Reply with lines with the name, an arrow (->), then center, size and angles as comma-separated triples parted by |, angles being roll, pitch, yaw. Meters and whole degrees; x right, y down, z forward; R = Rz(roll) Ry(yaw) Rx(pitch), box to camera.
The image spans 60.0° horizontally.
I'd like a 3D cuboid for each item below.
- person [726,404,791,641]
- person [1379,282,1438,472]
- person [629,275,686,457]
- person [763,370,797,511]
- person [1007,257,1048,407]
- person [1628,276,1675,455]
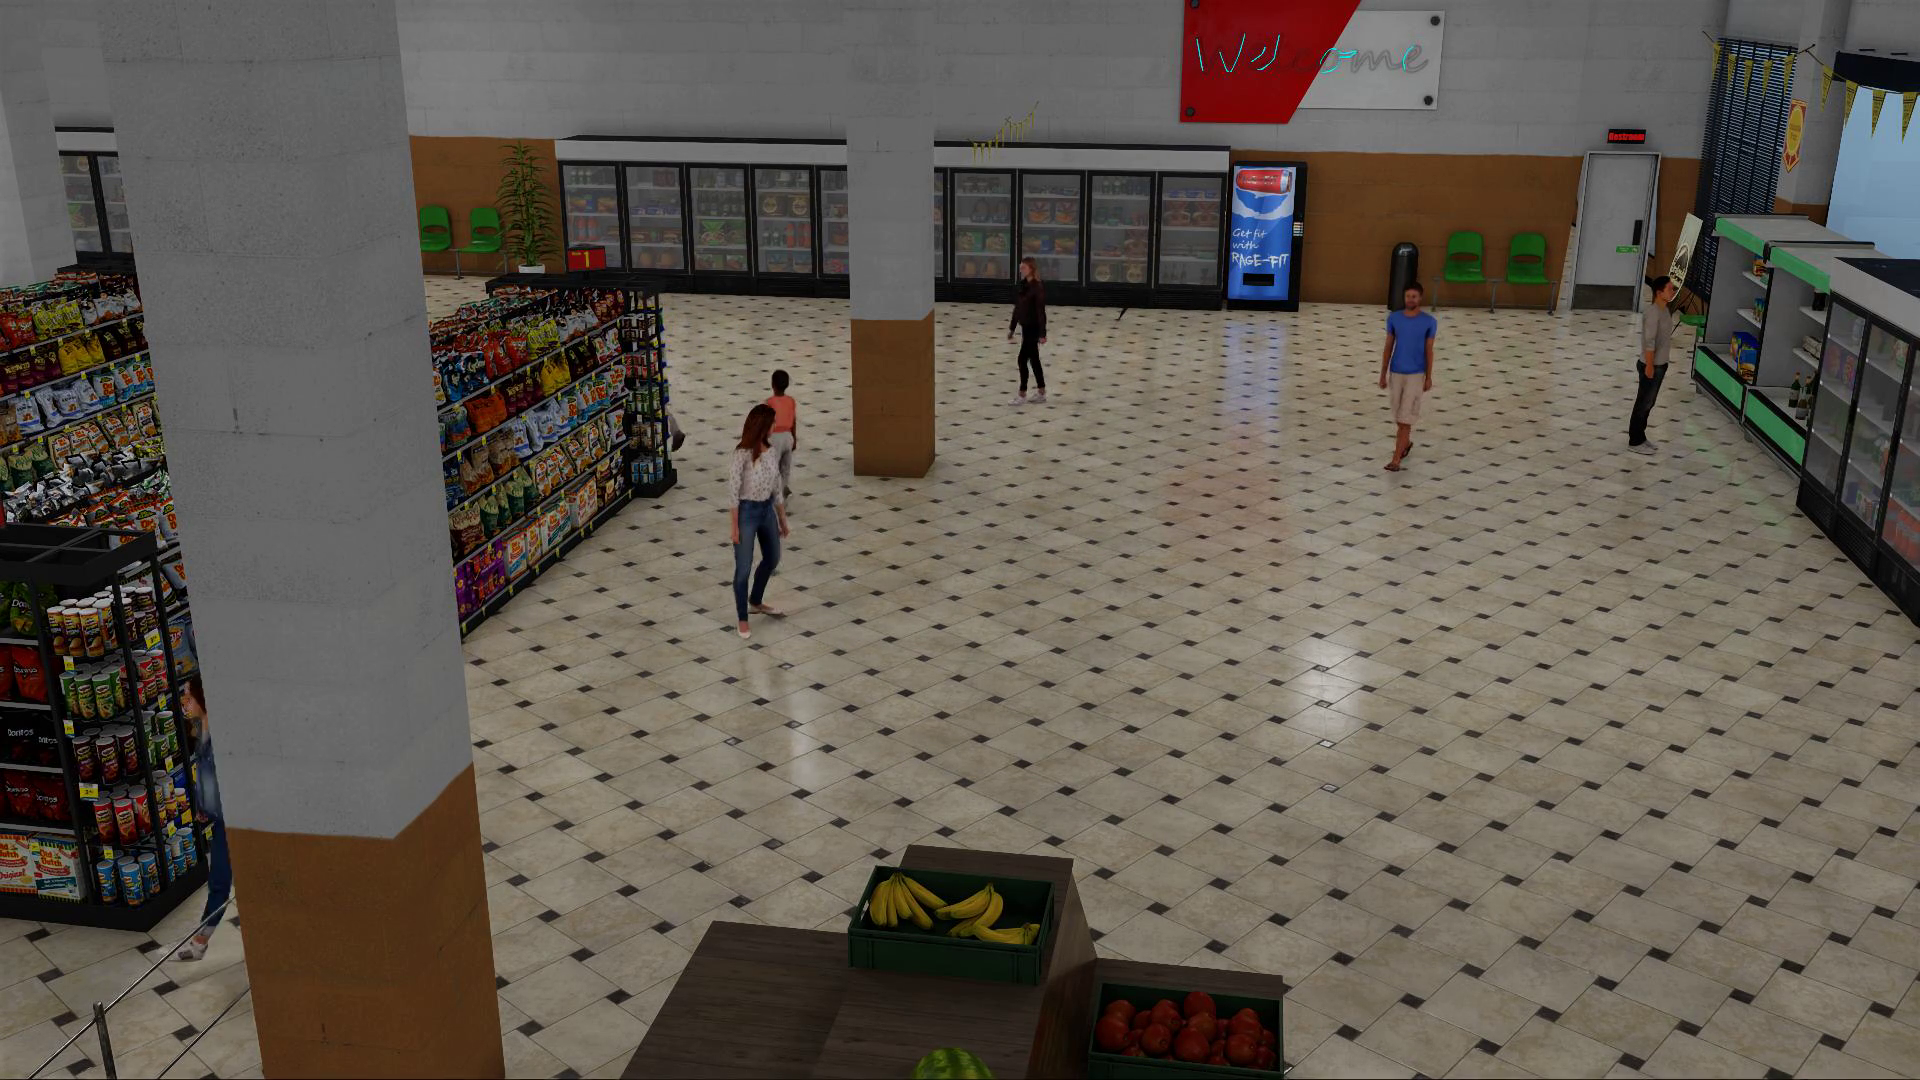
person -> -1.531, -0.149, 12.274 | 0.727, 1.702, 0.832 | -12, 22, -31
person -> 4.449, -1.638, 16.500 | 0.947, 1.823, 1.324 | 11, 21, 29
person -> -3.051, -1.696, 16.578 | 0.887, 1.884, 0.909 | 10, 21, 27
person -> -1.620, -0.886, 15.088 | 0.725, 1.301, 0.803 | -11, 21, -29
person -> 0.886, -2.375, 18.911 | 0.901, 1.680, 0.871 | -8, 20, -23
person -> 7.065, -1.801, 17.006 | 0.785, 1.809, 0.633 | 12, 22, 32
